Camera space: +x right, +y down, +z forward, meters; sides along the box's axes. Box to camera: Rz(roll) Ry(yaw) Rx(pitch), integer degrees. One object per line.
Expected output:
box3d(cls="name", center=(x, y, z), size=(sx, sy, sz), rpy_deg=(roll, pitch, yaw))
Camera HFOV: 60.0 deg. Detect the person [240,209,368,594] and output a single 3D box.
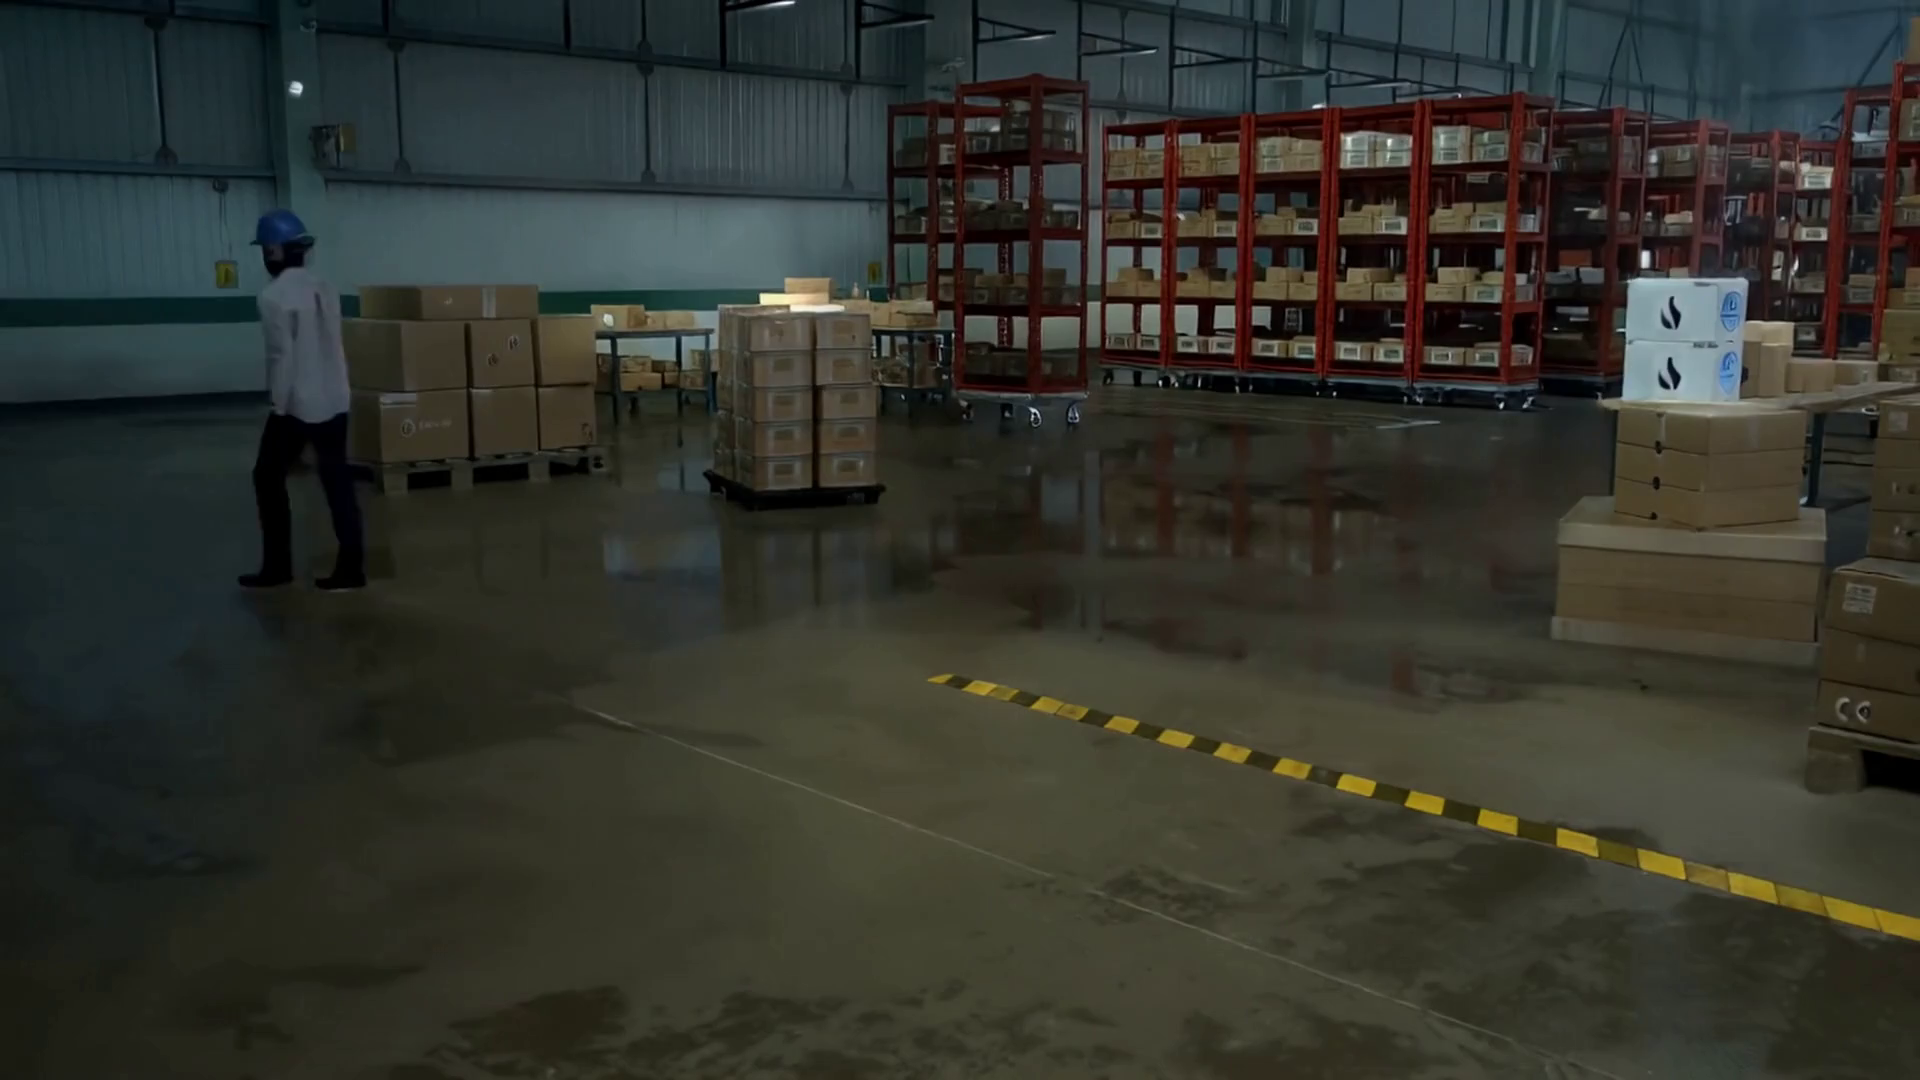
box3d(cls="person", center=(-3.414, -0.686, 8.500), size=(0.799, 1.960, 0.625), rpy_deg=(3, 10, 19))
